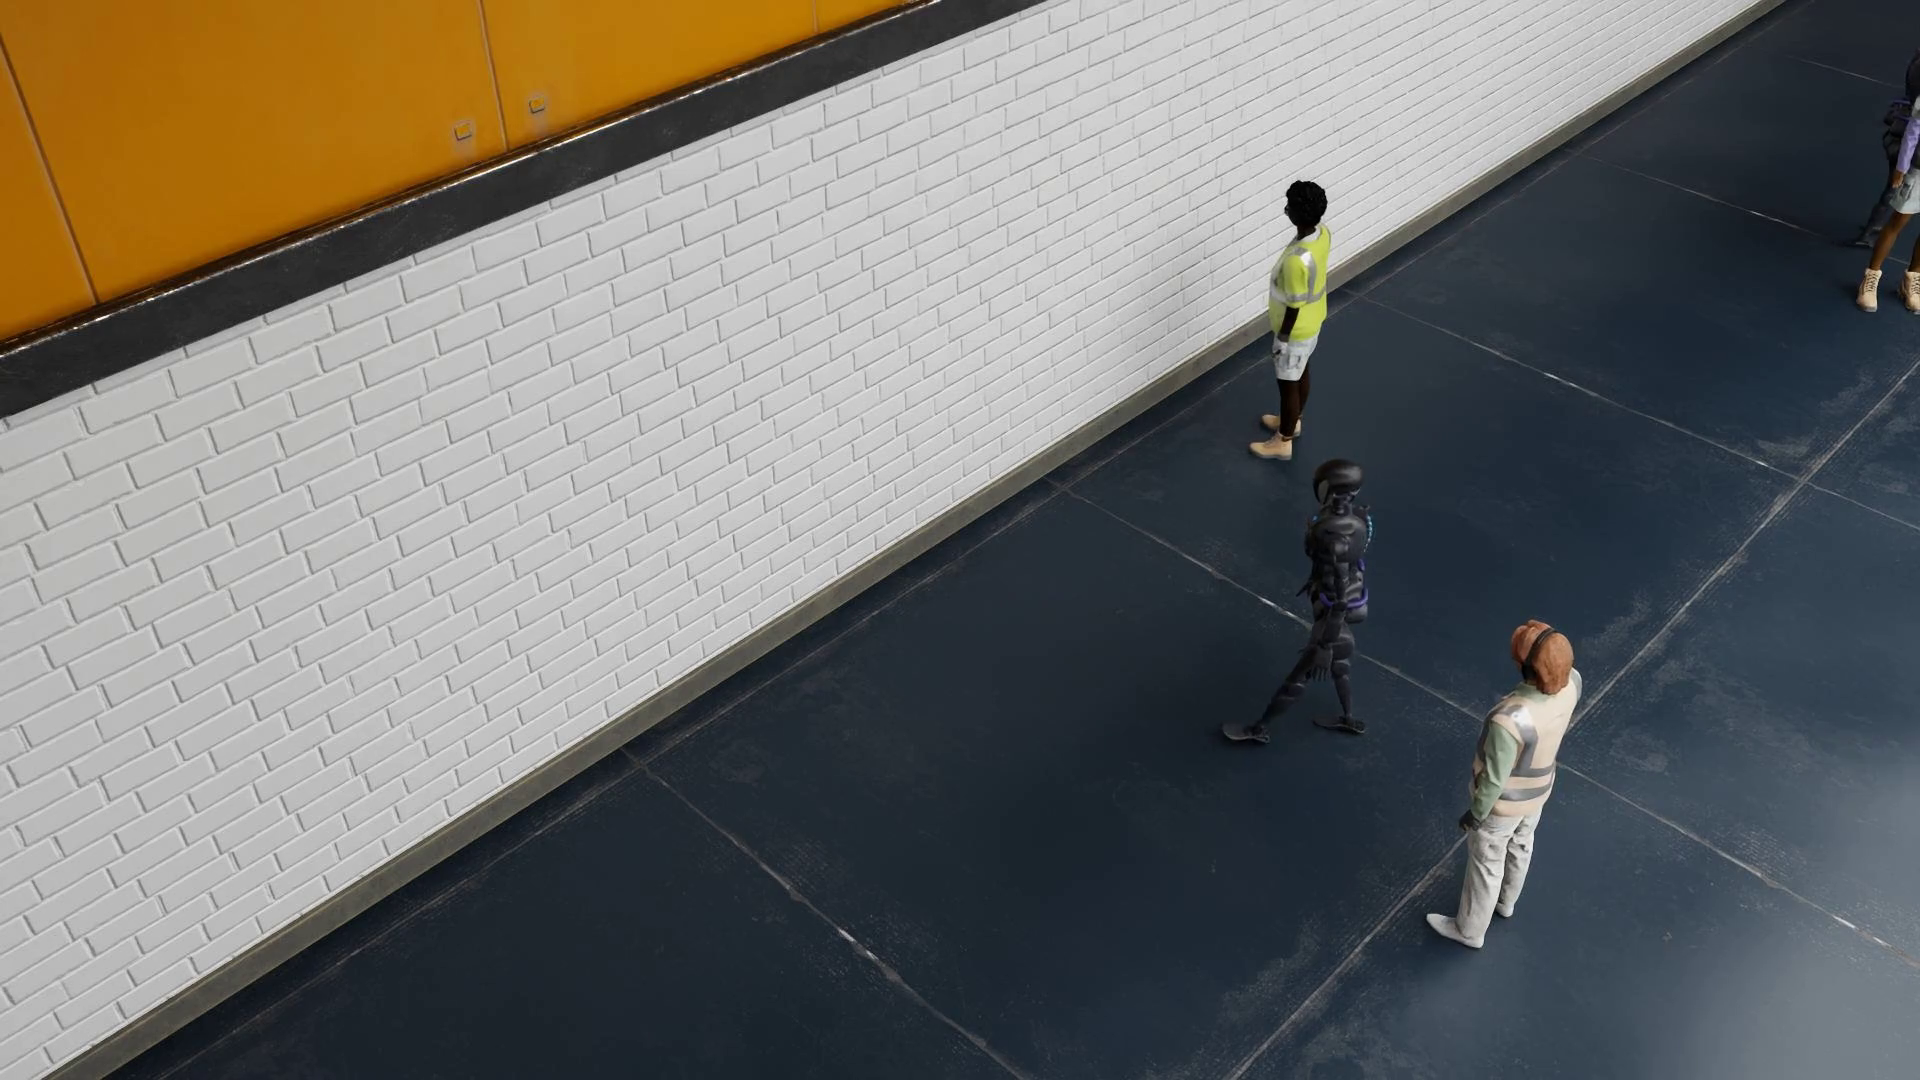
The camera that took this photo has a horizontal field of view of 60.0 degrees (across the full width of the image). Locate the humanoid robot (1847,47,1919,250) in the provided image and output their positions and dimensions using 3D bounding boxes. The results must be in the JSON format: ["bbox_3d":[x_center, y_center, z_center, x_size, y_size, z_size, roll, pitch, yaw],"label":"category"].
[{"bbox_3d":[6.406,-2.737,11.204,0.362,1.650,0.599,8,39,9],"label":"humanoid robot"}]

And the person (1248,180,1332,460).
[{"bbox_3d":[1.867,-1.220,9.298,0.322,1.698,0.532,17,42,20],"label":"person"}]

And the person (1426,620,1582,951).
[{"bbox_3d":[2.175,0.987,6.589,0.522,1.636,0.308,-29,47,-31],"label":"person"}]

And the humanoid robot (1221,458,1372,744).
[{"bbox_3d":[1.591,0.282,7.456,0.704,1.625,0.610,3,39,3],"label":"humanoid robot"}]

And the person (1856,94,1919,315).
[{"bbox_3d":[6.209,-2.367,10.460,0.604,2.045,0.375,5,39,6],"label":"person"}]
